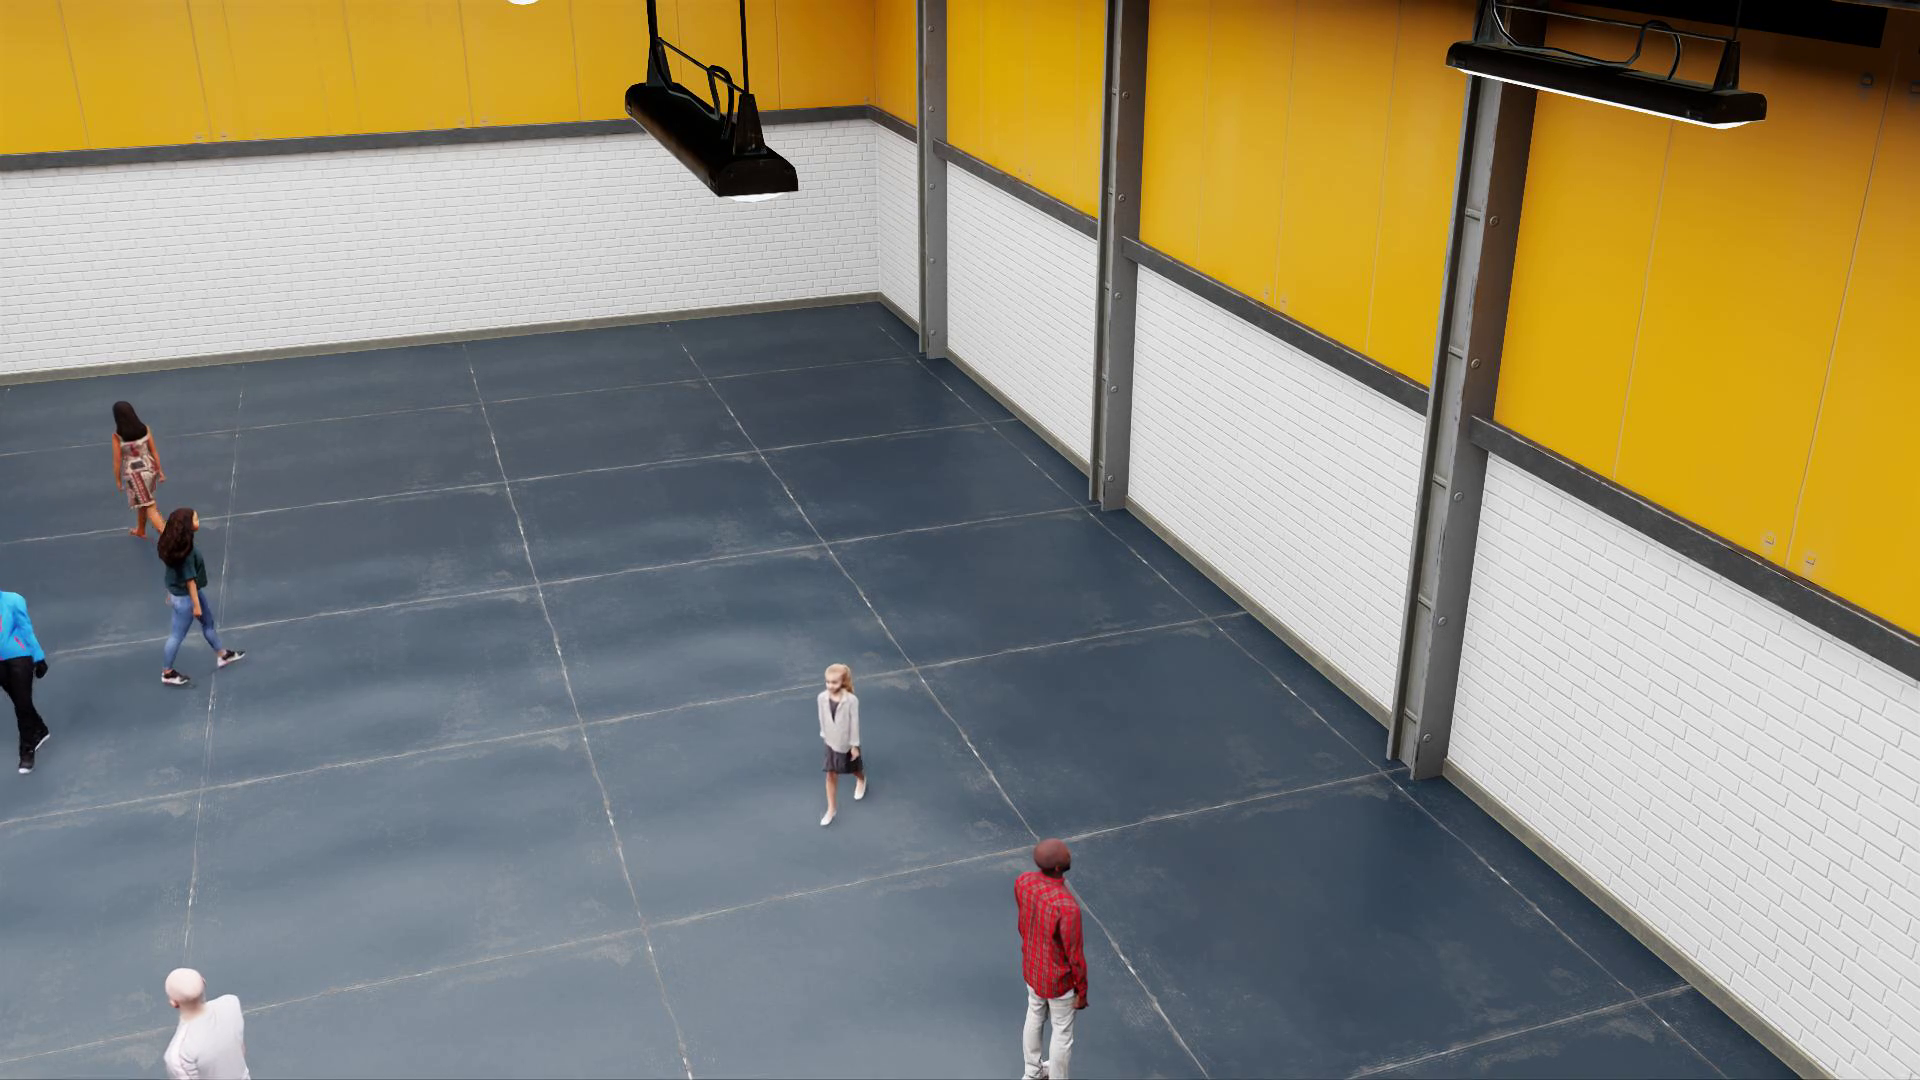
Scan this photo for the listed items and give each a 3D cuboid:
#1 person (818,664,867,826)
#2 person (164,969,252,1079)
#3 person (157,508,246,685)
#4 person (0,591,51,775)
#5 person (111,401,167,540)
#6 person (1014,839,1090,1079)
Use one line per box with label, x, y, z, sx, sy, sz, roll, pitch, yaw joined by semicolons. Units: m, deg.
person;-0.881;1.516;12.760;0.811;1.257;0.919;7;25;16
person;-3.851;2.986;8.678;0.818;1.834;0.716;5;24;12
person;-6.884;0.516;14.652;0.813;1.574;0.963;-15;28;-30
person;-7.656;0.938;13.450;0.748;1.764;1.013;-5;24;-10
person;-8.443;-0.618;17.216;1.199;1.597;1.065;14;27;29
person;0.535;2.521;9.758;0.791;1.820;0.633;-17;29;-34
